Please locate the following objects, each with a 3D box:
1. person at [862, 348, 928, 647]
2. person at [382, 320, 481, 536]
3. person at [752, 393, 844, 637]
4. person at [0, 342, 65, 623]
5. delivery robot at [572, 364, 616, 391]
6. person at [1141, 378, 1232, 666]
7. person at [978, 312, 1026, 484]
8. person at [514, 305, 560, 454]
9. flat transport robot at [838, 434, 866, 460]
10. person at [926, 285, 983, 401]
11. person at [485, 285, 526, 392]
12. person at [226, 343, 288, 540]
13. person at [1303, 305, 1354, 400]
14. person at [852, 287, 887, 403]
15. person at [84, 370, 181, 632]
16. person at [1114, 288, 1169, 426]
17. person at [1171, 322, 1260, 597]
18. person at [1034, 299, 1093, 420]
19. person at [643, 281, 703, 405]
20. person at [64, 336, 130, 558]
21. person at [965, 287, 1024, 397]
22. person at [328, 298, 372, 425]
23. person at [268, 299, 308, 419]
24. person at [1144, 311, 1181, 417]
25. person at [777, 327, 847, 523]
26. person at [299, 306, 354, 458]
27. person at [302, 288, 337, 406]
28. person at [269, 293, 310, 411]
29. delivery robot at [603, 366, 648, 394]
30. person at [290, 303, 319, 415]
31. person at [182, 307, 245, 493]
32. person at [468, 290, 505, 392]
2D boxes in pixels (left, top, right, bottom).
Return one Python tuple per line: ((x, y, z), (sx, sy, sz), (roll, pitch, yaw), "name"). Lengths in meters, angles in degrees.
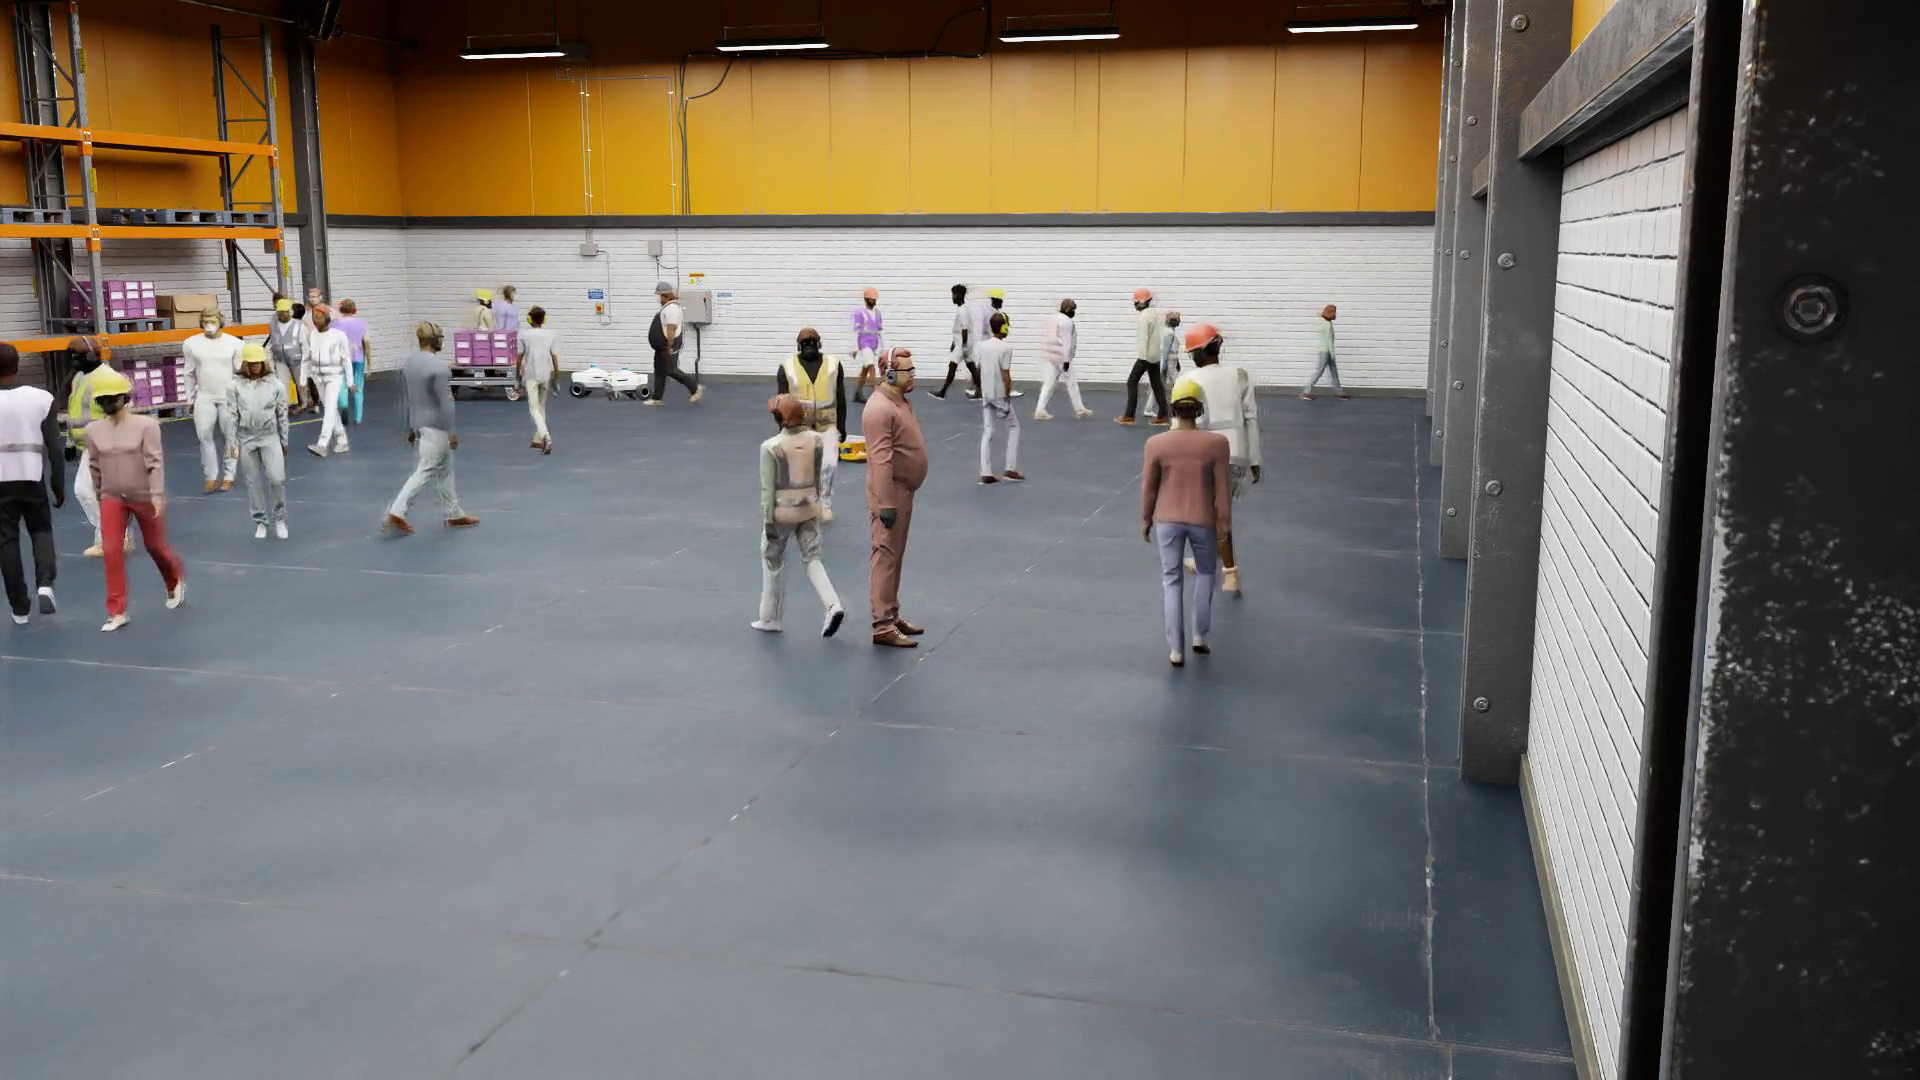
((-0.407, -0.280, 10.711), (0.406, 1.911, 0.636), (1, 10, 7), "person")
((-4.764, -0.994, 14.789), (0.645, 1.911, 0.957), (10, 14, 44), "person")
((-1.065, -0.157, 10.843), (0.519, 1.612, 0.722), (-9, 13, -40), "person")
((-6.432, -0.384, 11.315), (0.605, 1.903, 0.446), (-6, 12, -31), "person")
((-6.205, -2.740, 28.206), (0.707, 0.478, 0.477), (0, 10, 2), "delivery robot")
((1.386, -0.115, 10.206), (0.561, 1.746, 0.514), (2, 10, 11), "person")
((0.435, -1.525, 17.972), (0.516, 1.844, 0.670), (8, 13, 38), "person")
((-5.233, -1.996, 20.639), (0.519, 1.844, 0.891), (-7, 12, -34), "person")
((-1.498, -1.155, 20.300), (1.431, 0.197, 0.652), (9, 14, 43), "flat transport robot")
((-0.043, -3.253, 27.498), (0.985, 1.911, 0.633), (1, 10, 7), "person")
((-7.951, -3.507, 29.024), (0.983, 1.897, 0.641), (1, 10, 3), "person")
((-6.089, -0.842, 14.442), (0.489, 1.722, 0.607), (-4, 11, -21), "person")
((6.127, -3.116, 27.680), (0.835, 1.588, 0.513), (2, 10, 13), "person")
((-1.400, -3.128, 26.886), (0.972, 1.884, 0.571), (8, 13, 39), "person")
((-5.635, -0.302, 11.331), (0.523, 1.734, 0.831), (-1, 10, -6), "person")
((2.584, -2.595, 23.669), (0.876, 1.952, 0.622), (5, 11, 26), "person")
((1.860, -0.609, 12.344), (0.633, 1.984, 0.927), (-3, 10, -16), "person")
((1.505, -2.657, 24.546), (0.901, 1.785, 0.656), (-5, 11, -25), "person")
((-4.635, -3.174, 26.722), (0.854, 2.000, 0.690), (-4, 11, -20), "person")
((-7.149, -0.760, 13.669), (0.562, 1.818, 0.629), (-8, 13, -40), "person")
((0.535, -3.331, 28.134), (1.028, 1.871, 0.574), (5, 11, 27), "person")
((-8.654, -2.515, 23.610), (0.570, 1.824, 0.645), (-3, 10, -17), "person")
((-9.980, -2.699, 24.794), (0.597, 1.787, 0.960), (-1, 10, -5), "person")
((3.159, -2.592, 24.701), (0.896, 1.588, 0.537), (1, 10, 6), "person")
((-1.352, -1.033, 15.222), (0.651, 1.818, 0.491), (-2, 10, -10), "person")
((-7.765, -1.936, 20.311), (0.605, 1.824, 1.000), (3, 10, 14), "person")
((-10.296, -3.080, 26.614), (0.658, 1.890, 0.455), (-1, 10, -7), "person")
((-10.401, -2.924, 25.863), (0.542, 1.847, 0.593), (1, 10, 6), "person")
((-5.566, -2.642, 27.649), (0.707, 0.478, 0.477), (-7, 12, -35), "delivery robot")
((-9.998, -2.744, 25.261), (0.320, 1.695, 0.538), (7, 12, 36), "person")
((-7.685, -1.431, 17.183), (0.655, 1.921, 0.668), (-2, 10, -13), "person")
((-8.305, -3.514, 29.373), (0.951, 1.777, 0.611), (-6, 12, -32), "person")
